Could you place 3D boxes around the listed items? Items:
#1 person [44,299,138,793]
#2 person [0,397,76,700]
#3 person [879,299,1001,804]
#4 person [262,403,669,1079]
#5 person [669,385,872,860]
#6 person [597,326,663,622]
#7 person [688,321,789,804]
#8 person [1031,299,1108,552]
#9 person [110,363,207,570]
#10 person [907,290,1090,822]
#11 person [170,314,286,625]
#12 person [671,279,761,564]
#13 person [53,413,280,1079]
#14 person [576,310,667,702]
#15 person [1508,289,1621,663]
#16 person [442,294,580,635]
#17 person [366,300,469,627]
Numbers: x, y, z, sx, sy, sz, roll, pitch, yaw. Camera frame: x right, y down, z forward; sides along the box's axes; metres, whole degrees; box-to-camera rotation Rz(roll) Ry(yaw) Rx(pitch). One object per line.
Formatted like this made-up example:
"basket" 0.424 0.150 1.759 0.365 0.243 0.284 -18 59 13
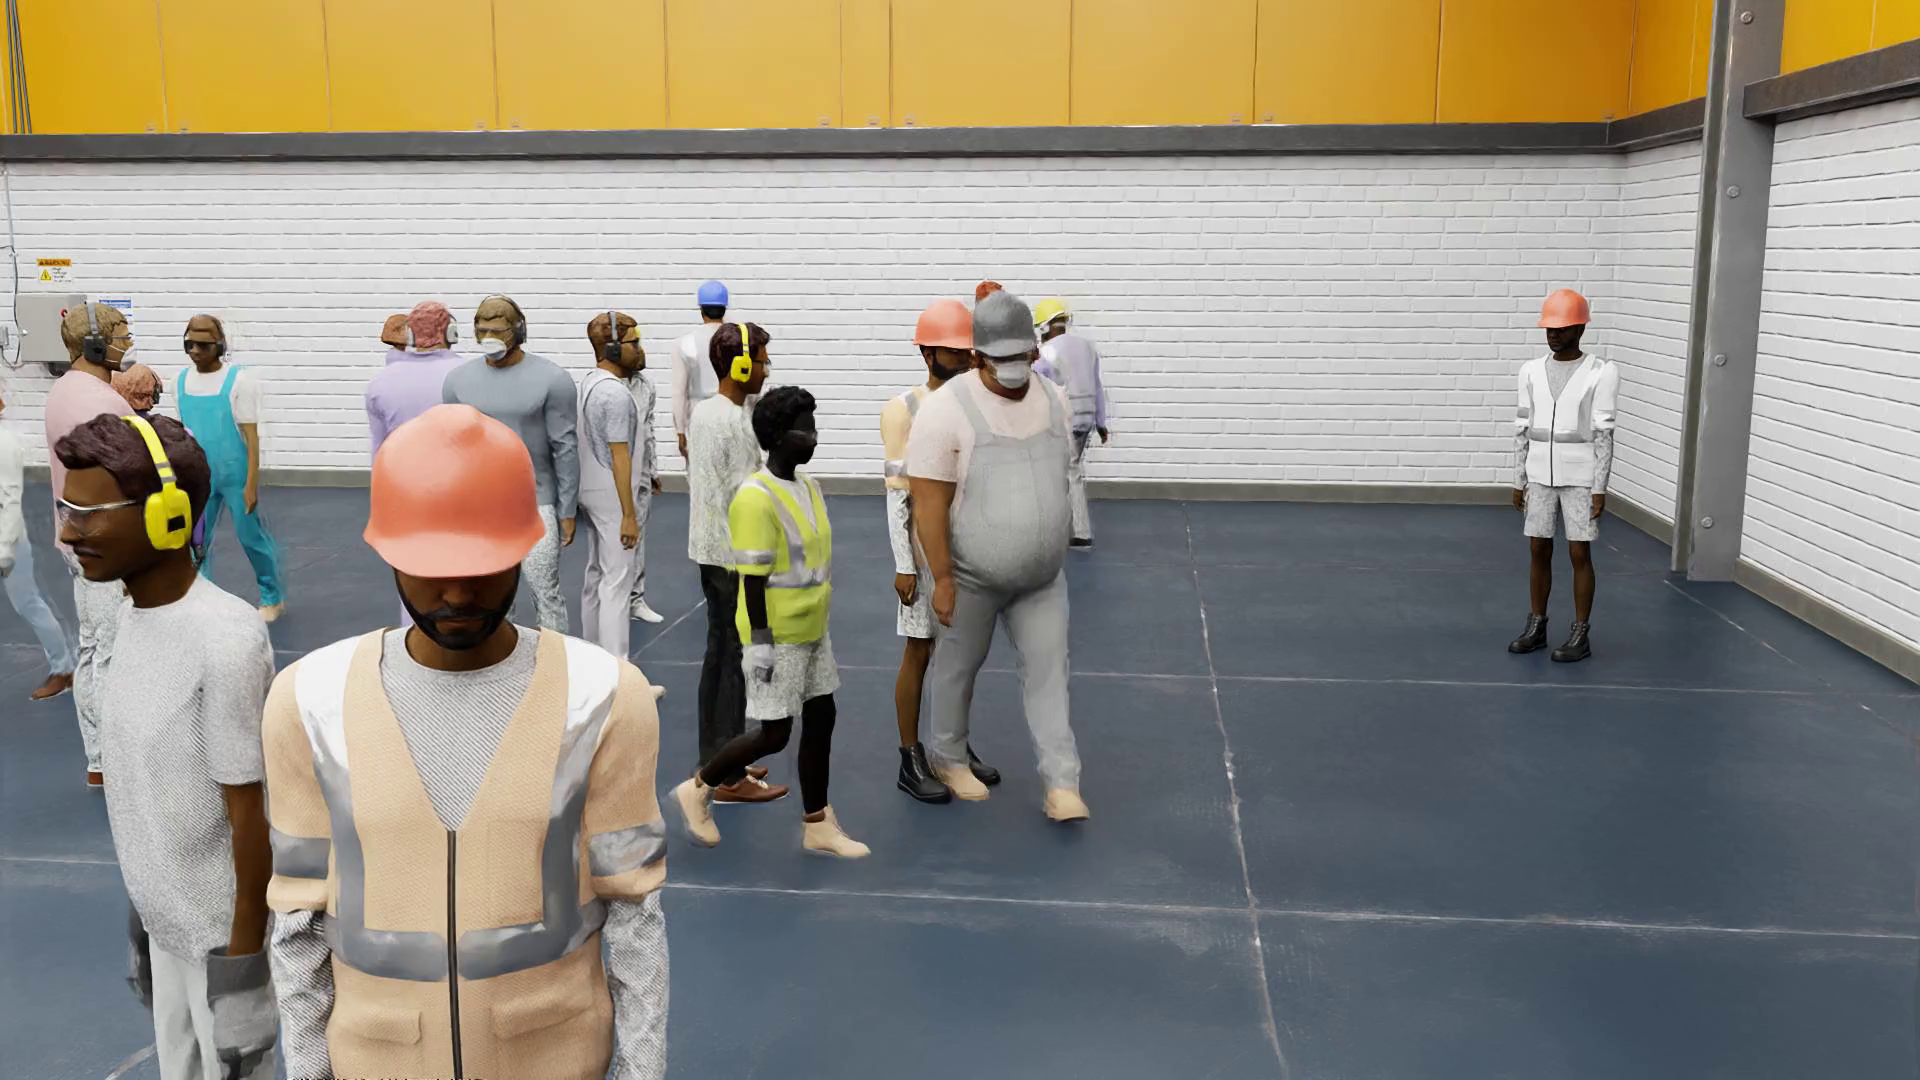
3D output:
"person" -3.256 0.056 6.384 0.372 1.940 0.632 -8 13 -39
"person" -4.488 0.014 7.632 0.509 1.582 0.857 3 10 19
"person" -0.054 0.039 6.481 0.354 1.939 0.545 9 13 41
"person" -0.689 0.763 2.378 0.550 1.925 0.390 -2 10 -9
"person" -0.660 0.300 5.735 0.599 1.683 0.534 4 11 20
"person" -1.875 -0.362 9.354 0.322 1.738 0.488 8 13 40
"person" -0.869 0.094 6.413 0.337 1.858 0.523 -5 11 -28
"person" 0.698 -0.826 11.927 0.644 1.768 0.869 -9 13 -40
"person" -3.651 0.024 7.445 0.524 1.631 0.324 -4 11 -20
"person" 0.149 0.045 6.154 0.712 2.000 0.974 -5 11 -27
"person" -4.048 -0.339 9.101 0.510 1.795 0.986 1 10 5
"person" -1.610 -0.758 11.080 0.618 1.933 0.430 -3 10 -15
"person" -1.331 0.705 2.903 0.511 1.862 0.325 10 14 43
"person" -1.632 -0.150 7.831 0.346 1.845 0.505 -5 11 -29
"person" 3.105 -0.326 8.621 0.539 1.929 0.387 10 14 44
"person" -2.037 -0.144 7.569 0.634 1.930 0.384 1 10 7
"person" -2.445 -0.182 7.886 0.641 1.896 0.406 1 10 5
